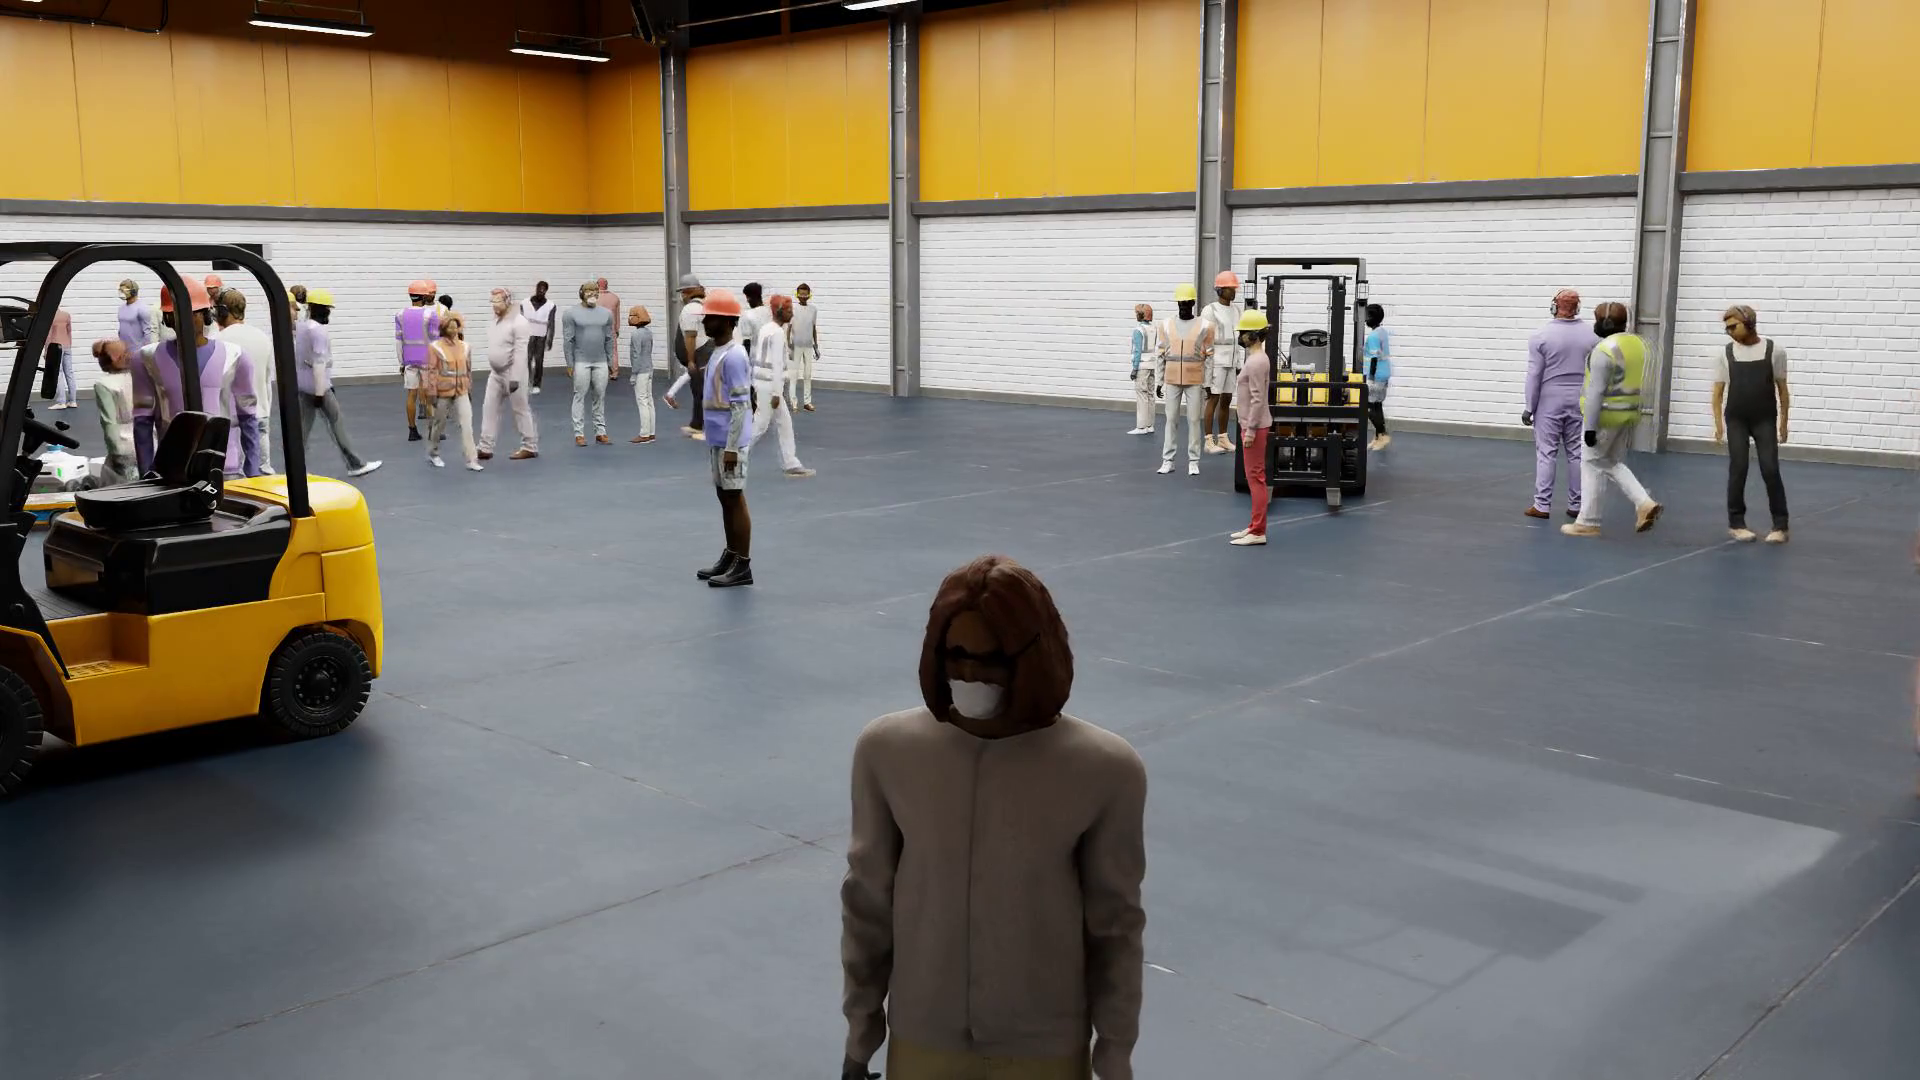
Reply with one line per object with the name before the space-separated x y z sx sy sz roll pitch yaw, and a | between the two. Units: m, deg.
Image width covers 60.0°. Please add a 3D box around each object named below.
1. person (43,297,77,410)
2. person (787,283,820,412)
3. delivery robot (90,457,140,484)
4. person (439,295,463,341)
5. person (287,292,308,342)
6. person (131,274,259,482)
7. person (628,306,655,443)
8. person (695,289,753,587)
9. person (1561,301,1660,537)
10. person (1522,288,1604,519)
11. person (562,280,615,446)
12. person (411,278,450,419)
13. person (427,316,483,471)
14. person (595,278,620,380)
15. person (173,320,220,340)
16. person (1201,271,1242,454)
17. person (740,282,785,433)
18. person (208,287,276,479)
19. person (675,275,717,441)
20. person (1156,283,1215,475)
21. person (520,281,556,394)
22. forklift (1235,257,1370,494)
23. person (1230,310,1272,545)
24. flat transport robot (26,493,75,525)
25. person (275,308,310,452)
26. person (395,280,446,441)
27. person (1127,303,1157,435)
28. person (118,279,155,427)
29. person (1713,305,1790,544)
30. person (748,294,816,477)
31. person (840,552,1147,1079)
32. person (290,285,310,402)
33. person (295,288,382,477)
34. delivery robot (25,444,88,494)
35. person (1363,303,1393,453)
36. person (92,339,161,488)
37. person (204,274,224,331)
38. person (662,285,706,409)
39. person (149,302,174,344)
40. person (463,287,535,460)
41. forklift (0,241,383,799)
person | -13.312 -2.800 24.531 0.317 1.765 0.522 2 9 11
person | -2.281 -2.793 24.184 0.517 1.865 0.328 -6 11 -30
delivery robot | -7.232 -0.602 14.457 0.707 0.478 0.477 6 11 34
person | -8.175 -3.058 26.441 0.868 1.646 0.541 7 11 35
person | -9.661 -2.714 24.068 0.492 1.740 0.325 -8 12 -39
person | -4.063 -0.388 8.882 0.615 2.041 0.392 -4 10 -22
person | -3.805 -1.969 19.829 0.279 1.633 0.501 1 9 9
person | -1.543 -0.665 10.893 0.350 1.942 0.547 -4 10 -21
person | 4.996 -0.909 12.729 0.642 1.828 0.630 -7 12 -38
person | 4.985 -1.125 13.819 0.638 1.910 0.407 -1 9 -4
person | -4.343 -2.072 19.533 0.630 1.938 0.372 -7 11 -35
person | -7.314 -2.638 22.999 0.542 1.939 0.364 -4 10 -21
person | -5.280 -1.518 17.190 0.532 1.597 0.870 -9 13 -44
person | -6.600 -3.894 30.791 0.639 1.911 0.406 -7 12 -38
person | -9.012 -2.071 19.653 0.553 1.901 0.949 -1 9 -6
person | 2.965 -1.988 18.681 0.607 2.048 0.365 -8 12 -42
person | -2.459 -2.300 21.030 0.630 1.918 0.976 -6 11 -33
person | -5.192 -0.848 12.024 0.366 1.938 0.630 2 9 12
person | -3.210 -2.233 20.205 0.679 2.000 0.687 1 9 8
person | 2.259 -1.614 16.751 0.585 1.929 0.370 3 10 19
person | -7.015 -3.346 27.553 0.681 1.862 0.589 -1 9 -5
forklift | 3.309 -1.629 16.029 1.214 2.155 2.313 2 9 11
person | 2.186 -0.841 12.508 0.311 1.768 0.533 2 9 11
flat transport robot | -7.562 -0.228 13.319 1.431 0.197 0.652 -5 10 -26
person | -7.607 -1.815 18.908 0.316 1.628 0.525 -2 9 -9
person | -6.497 -2.156 20.047 0.553 1.935 0.362 1 9 7
person | 2.301 -2.134 20.824 0.307 1.641 0.514 6 11 31
person | -10.734 -2.421 21.665 0.627 1.941 0.373 6 11 32
person | 6.033 -0.877 12.661 0.599 1.799 0.383 5 11 28
person | -1.942 -1.503 16.390 0.946 1.842 0.635 -2 10 -14
person | 0.048 0.824 2.703 0.499 1.633 0.279 2 9 11
person | -9.921 -2.910 25.003 0.430 1.832 0.629 -7 12 -38
person | -6.240 -1.529 16.400 0.942 1.876 0.590 -9 13 -43
delivery robot | -7.812 -0.585 14.357 0.477 0.478 0.707 -2 9 -10
person | 4.715 -1.822 18.804 0.374 1.681 0.557 5 11 28
person | -5.867 -0.612 11.692 0.906 1.573 0.528 2 10 14
person | -11.290 -3.032 25.286 0.617 1.985 0.398 4 10 22
person | -3.936 -2.837 24.535 0.908 1.842 0.511 0 9 2
person | -9.989 -2.375 21.237 0.611 1.987 0.392 -7 12 -38
person | -4.949 -1.764 17.852 0.655 1.864 0.902 7 12 37
forklift | -3.706 -0.171 7.093 1.214 2.155 2.313 9 13 43
